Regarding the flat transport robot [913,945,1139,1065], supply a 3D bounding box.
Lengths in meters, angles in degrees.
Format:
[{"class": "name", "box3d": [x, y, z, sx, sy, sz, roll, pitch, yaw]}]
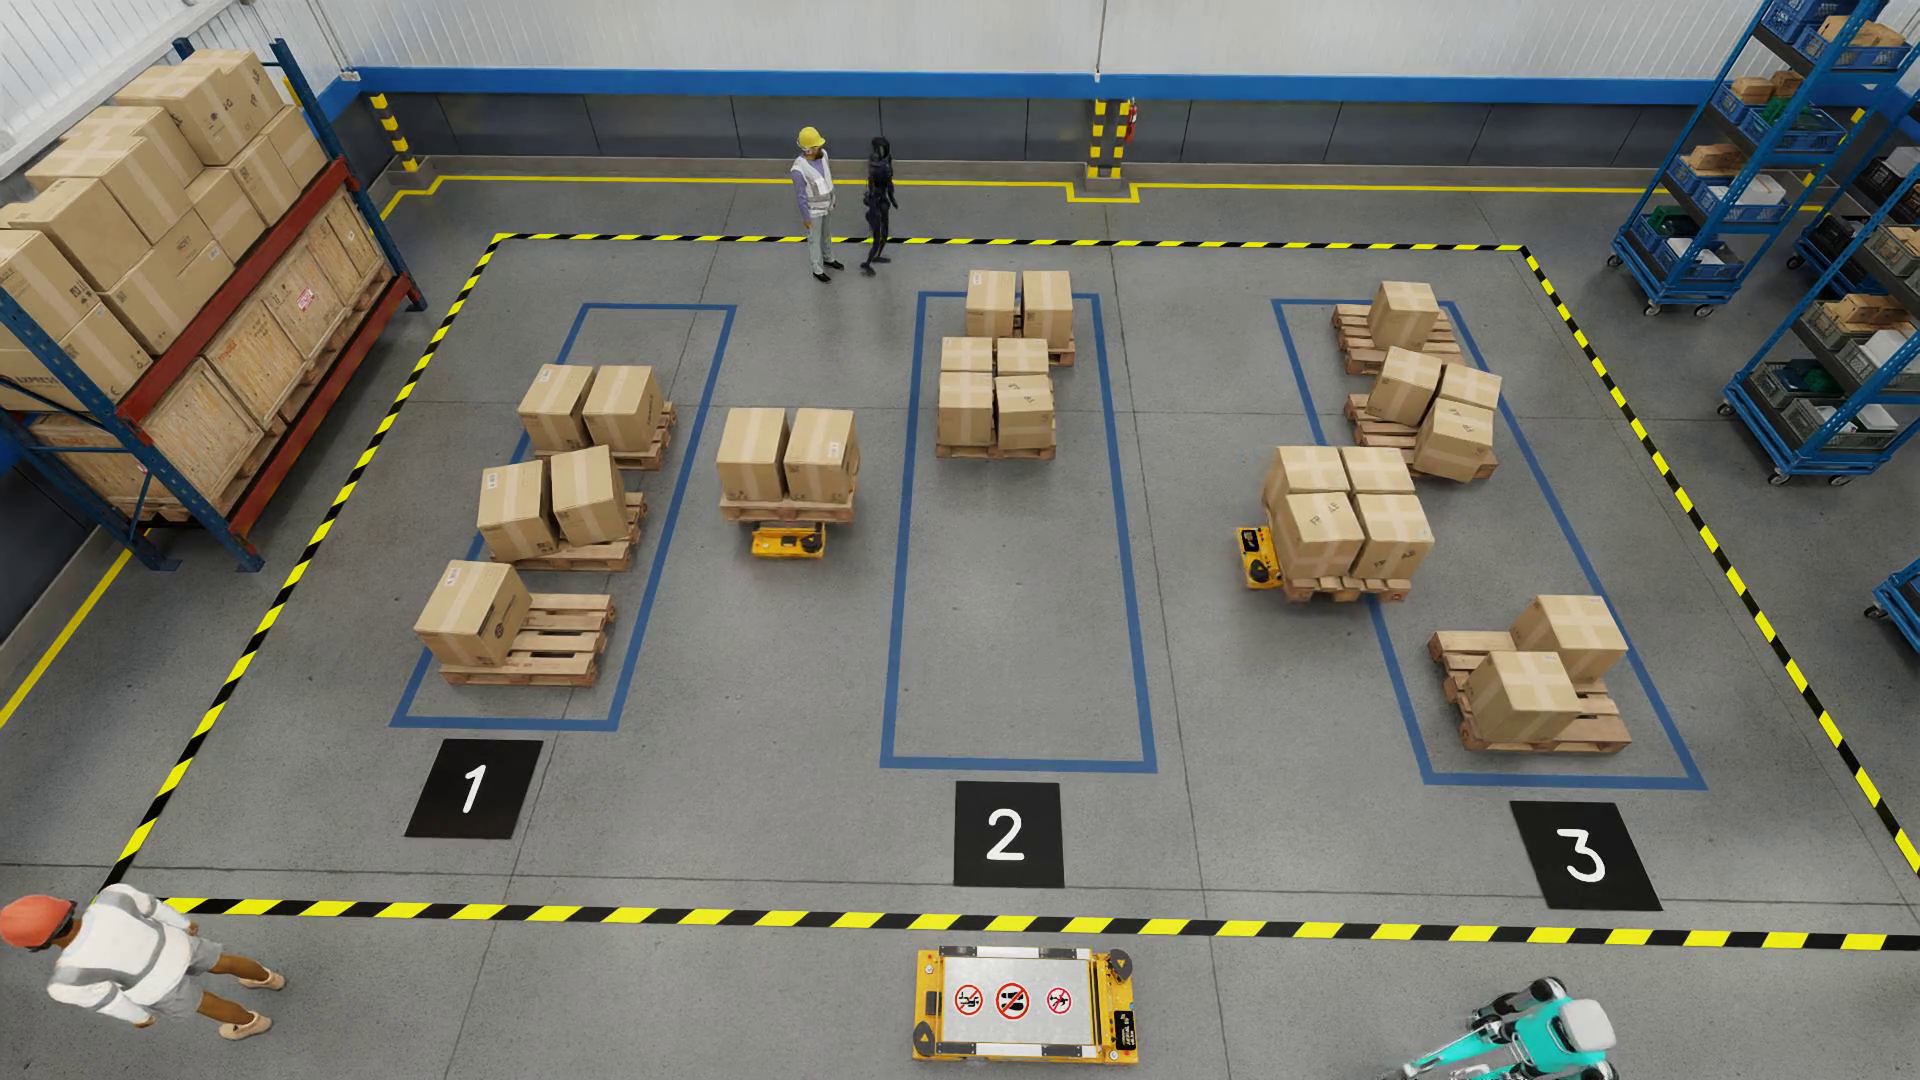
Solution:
[{"class": "flat transport robot", "box3d": [0.422, 3.041, 6.007, 1.431, 0.231, 0.659, 1, 51, 1]}]

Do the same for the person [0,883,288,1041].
[{"class": "person", "box3d": [-4.677, 2.487, 5.327, 0.436, 2.049, 0.606, -2, 51, -2]}]

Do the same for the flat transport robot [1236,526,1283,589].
[{"class": "flat transport robot", "box3d": [3.313, 0.133, 8.360, 1.431, 0.197, 0.652, 1, 51, 1]}]

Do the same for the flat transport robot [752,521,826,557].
[{"class": "flat transport robot", "box3d": [-1.578, -0.453, 8.837, 0.652, 0.197, 1.431, 1, 51, 1]}]

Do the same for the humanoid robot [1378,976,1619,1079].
[{"class": "humanoid robot", "box3d": [2.859, 2.969, 5.145, 1.018, 1.778, 0.531, -11, 52, -9]}]

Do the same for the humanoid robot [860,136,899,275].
[{"class": "humanoid robot", "box3d": [-0.981, -3.961, 10.815, 0.394, 1.641, 0.614, 16, 53, 13]}]

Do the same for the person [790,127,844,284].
[{"class": "person", "box3d": [-1.641, -3.881, 10.637, 0.404, 1.837, 0.591, 22, 54, 17]}]
